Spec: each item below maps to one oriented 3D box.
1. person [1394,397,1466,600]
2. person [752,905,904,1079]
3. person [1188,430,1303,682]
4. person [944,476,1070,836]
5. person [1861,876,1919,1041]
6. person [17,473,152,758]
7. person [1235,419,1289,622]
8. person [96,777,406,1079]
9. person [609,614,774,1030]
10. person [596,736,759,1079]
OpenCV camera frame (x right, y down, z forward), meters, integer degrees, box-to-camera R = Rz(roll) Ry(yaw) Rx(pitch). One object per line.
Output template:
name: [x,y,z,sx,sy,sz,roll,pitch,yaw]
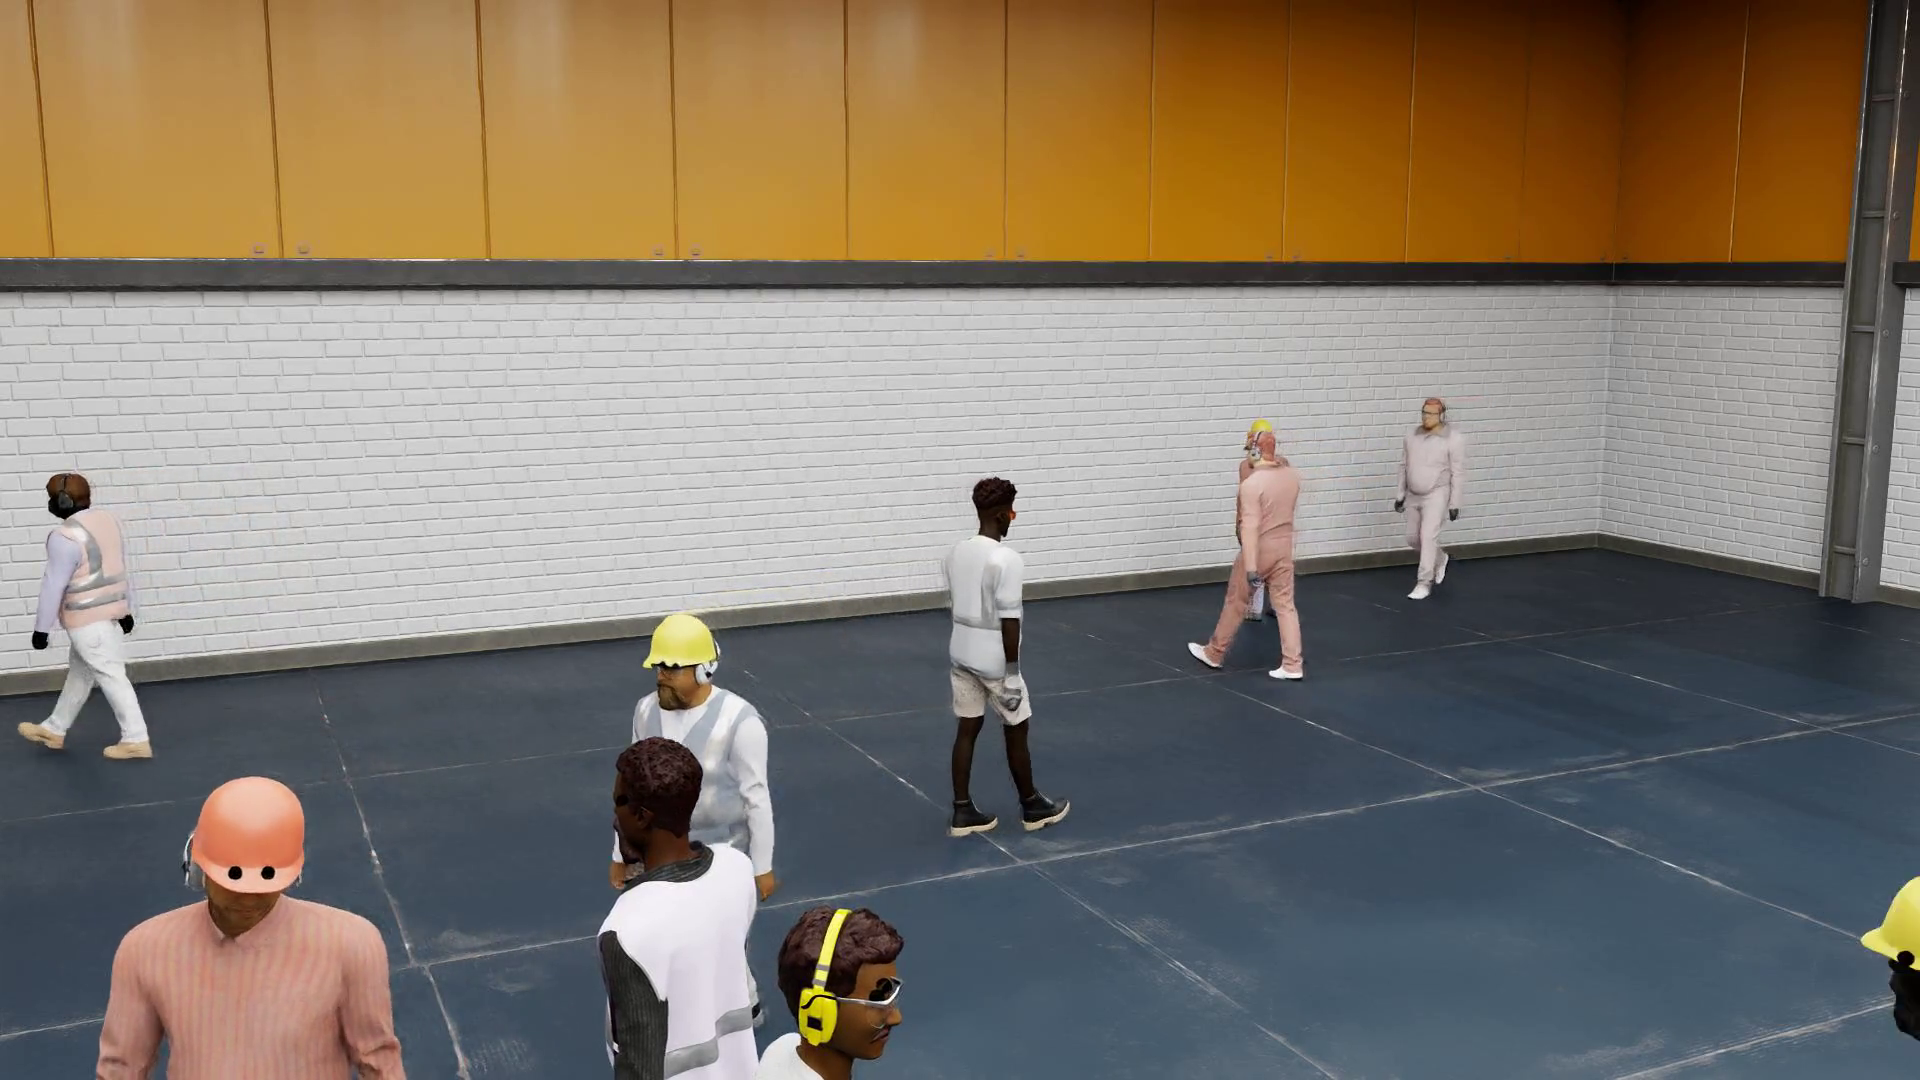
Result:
person: [4.423,-0.409,15.591,0.749,1.883,0.650,-7,11,-37]
person: [-0.248,1.601,3.193,0.334,1.864,0.521,-2,9,-15]
person: [2.203,0.106,12.474,0.650,1.861,0.949,-7,12,-38]
person: [0.216,0.622,9.001,0.638,1.956,0.653,-7,12,-39]
person: [1.967,1.578,3.296,0.599,1.880,0.978,-6,11,-31]
person: [-5.522,0.479,10.346,0.944,1.792,0.643,0,9,-2]
person: [2.621,-0.168,14.471,0.526,1.765,0.329,-5,10,-28]
person: [-1.643,1.472,3.785,0.659,1.916,1.048,1,9,4]
person: [-1.015,1.150,6.230,0.614,1.781,0.928,6,11,33]
person: [-0.684,1.424,4.113,0.375,1.917,0.598,3,10,19]
